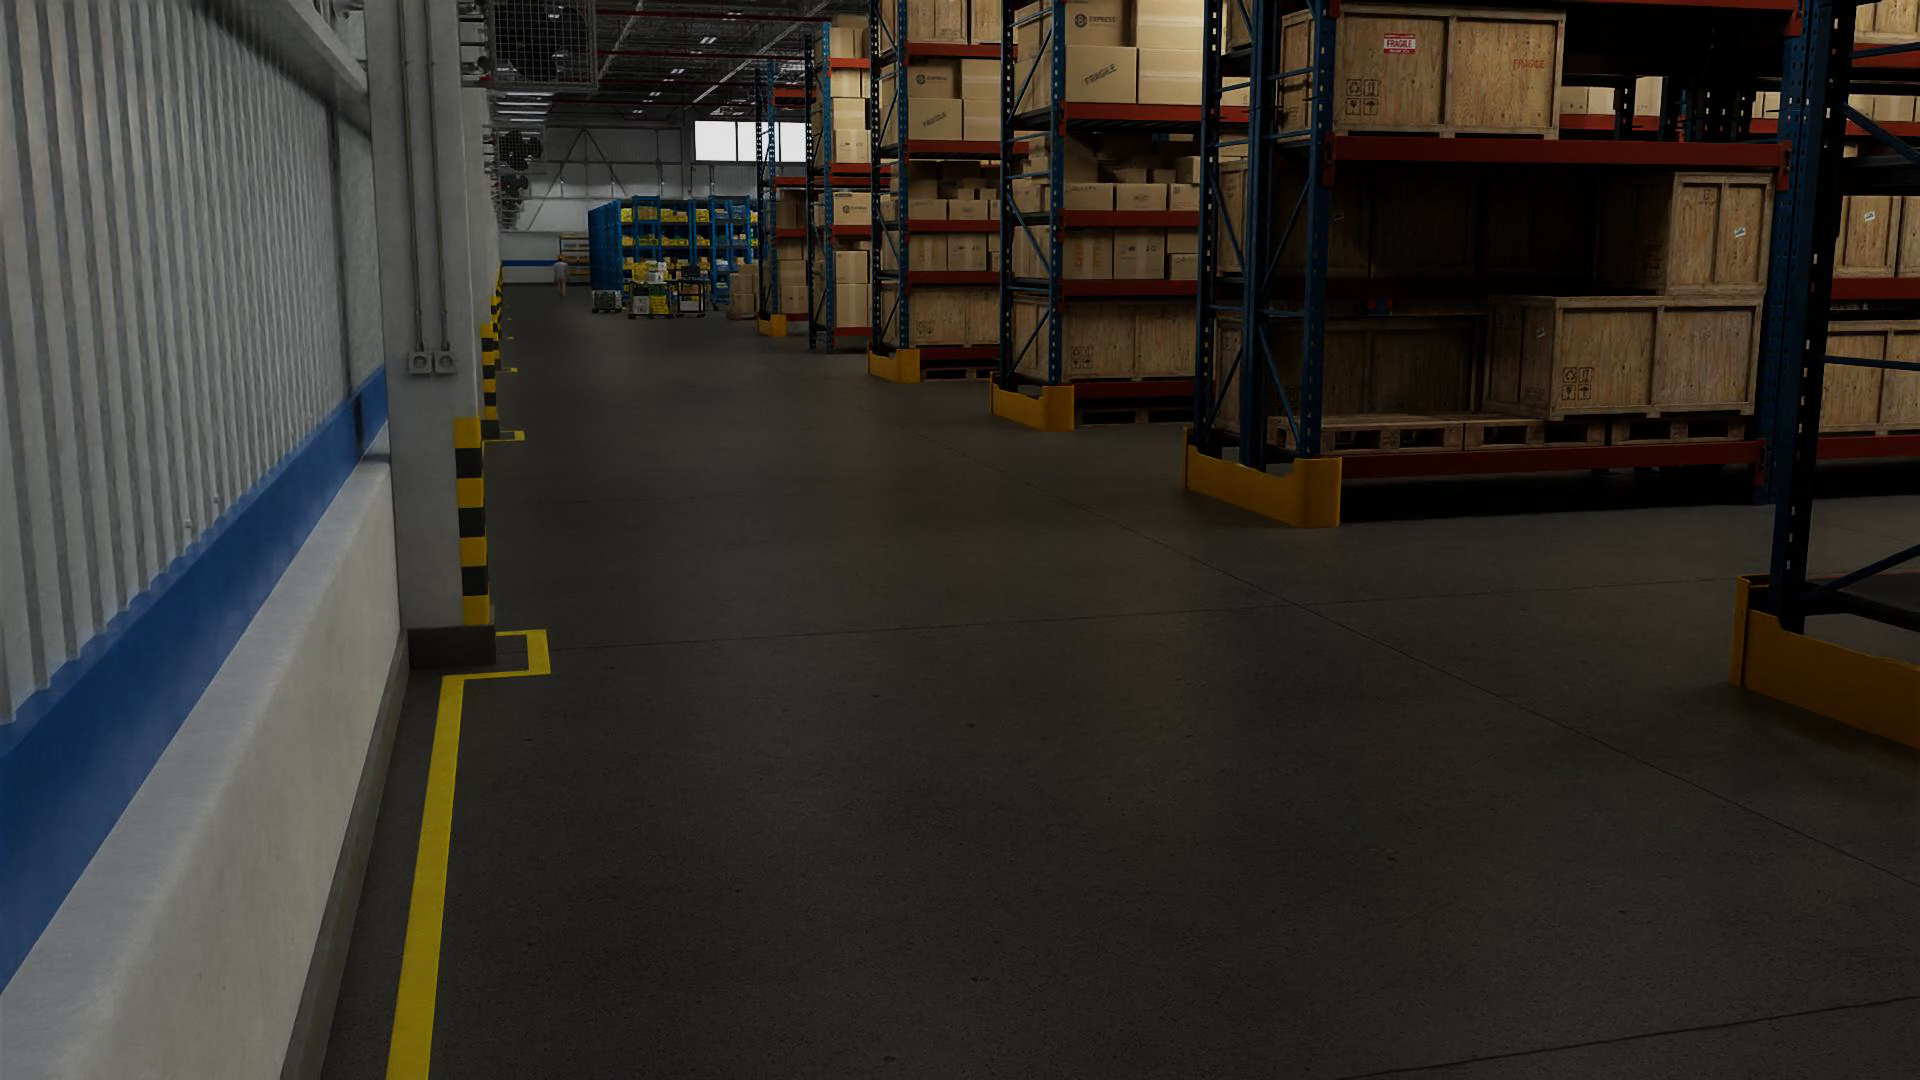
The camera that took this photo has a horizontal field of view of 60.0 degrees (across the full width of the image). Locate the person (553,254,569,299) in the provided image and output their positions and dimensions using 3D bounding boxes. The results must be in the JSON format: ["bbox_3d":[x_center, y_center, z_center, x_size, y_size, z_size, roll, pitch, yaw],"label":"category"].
[{"bbox_3d":[-15.347,-10.123,63.975,0.555,1.725,0.818,-2,10,-9],"label":"person"}]
